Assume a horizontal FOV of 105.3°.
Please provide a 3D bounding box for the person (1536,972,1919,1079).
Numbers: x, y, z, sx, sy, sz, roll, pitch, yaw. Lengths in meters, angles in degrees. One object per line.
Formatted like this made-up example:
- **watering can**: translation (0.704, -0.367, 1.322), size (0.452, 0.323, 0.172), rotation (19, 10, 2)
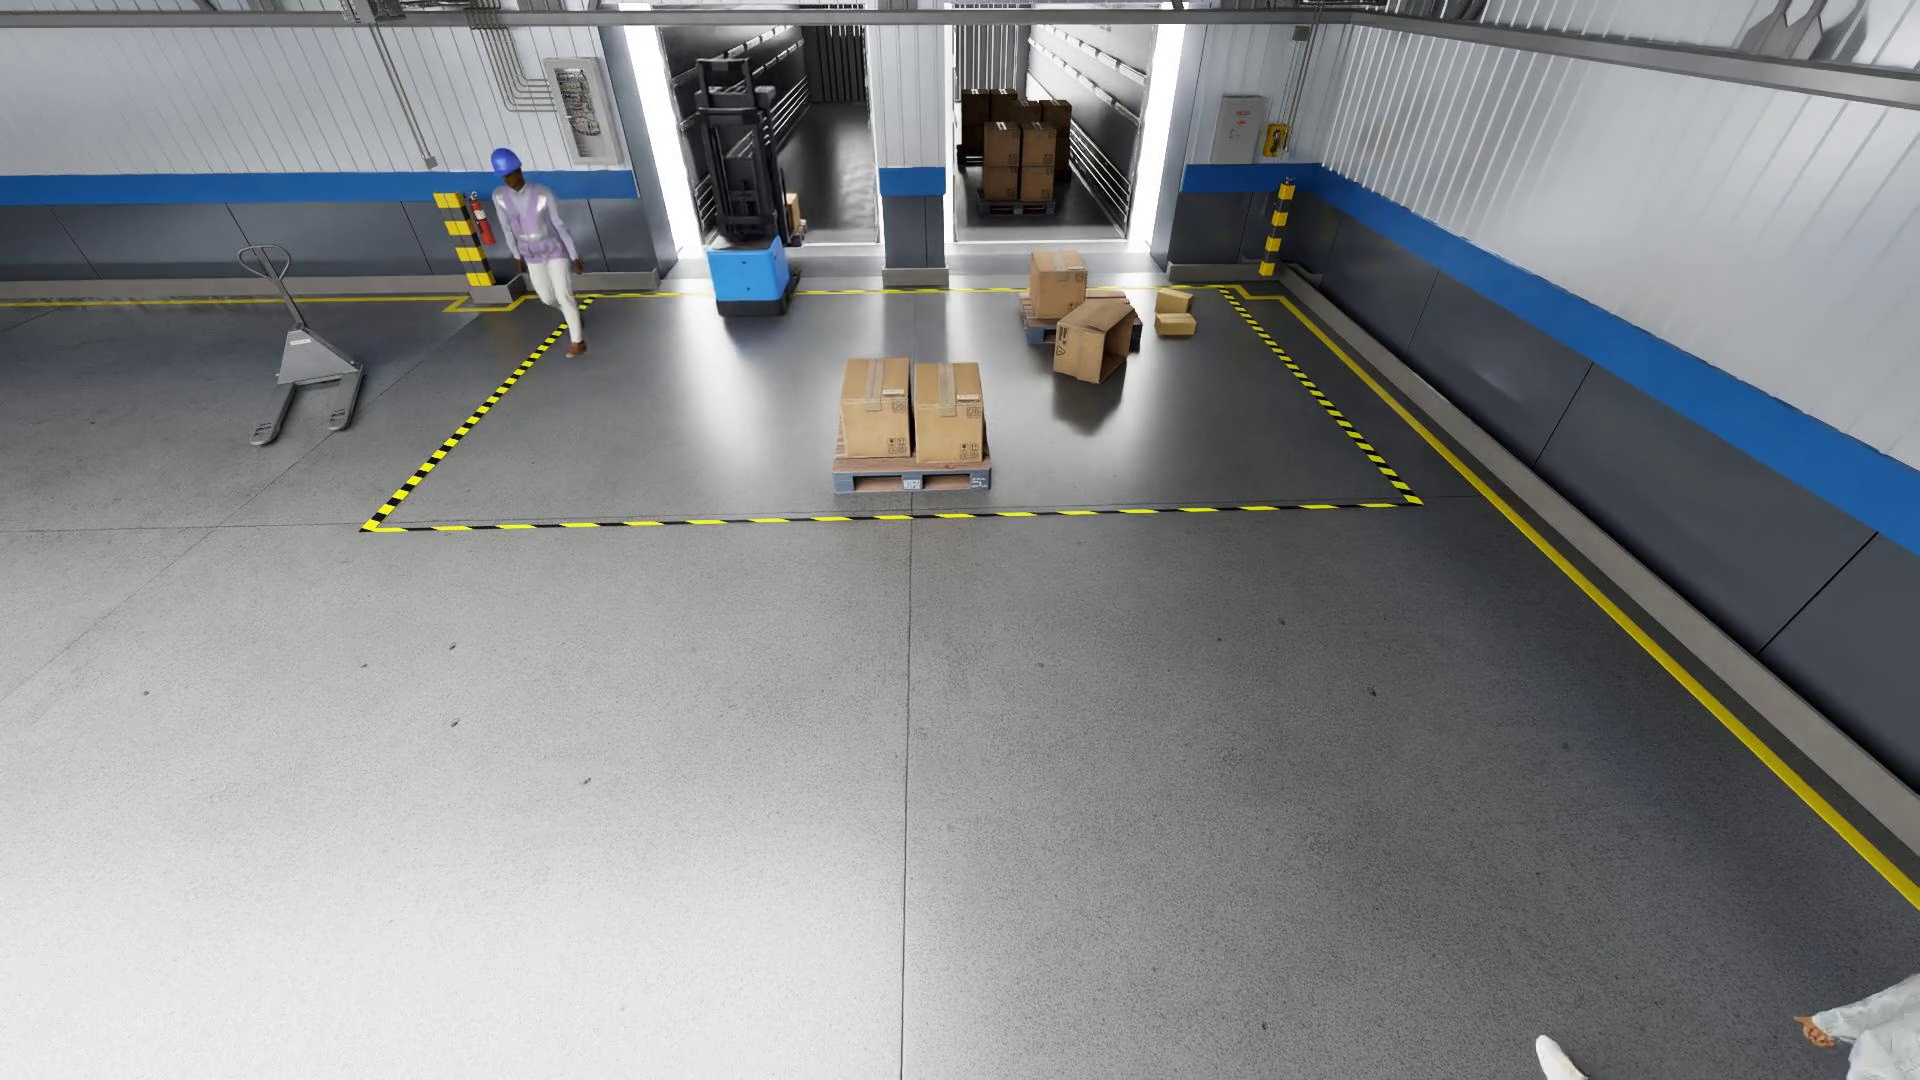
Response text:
- **person**: translation (2.377, 1.472, 1.955), size (0.505, 1.691, 0.880), rotation (-22, 43, -25)

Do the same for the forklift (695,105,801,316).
- **forklift**: translation (-2.380, -3.550, 8.009), size (0.716, 2.013, 0.776), rotation (-1, 38, -1)

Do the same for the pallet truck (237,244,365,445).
- **pallet truck**: translation (-5.915, -1.733, 6.366), size (0.680, 1.201, 1.601), rotation (-18, 42, -21)

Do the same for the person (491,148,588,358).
- **person**: translation (-4.054, -2.829, 7.212), size (0.648, 1.907, 0.821), rotation (-1, 38, -2)
